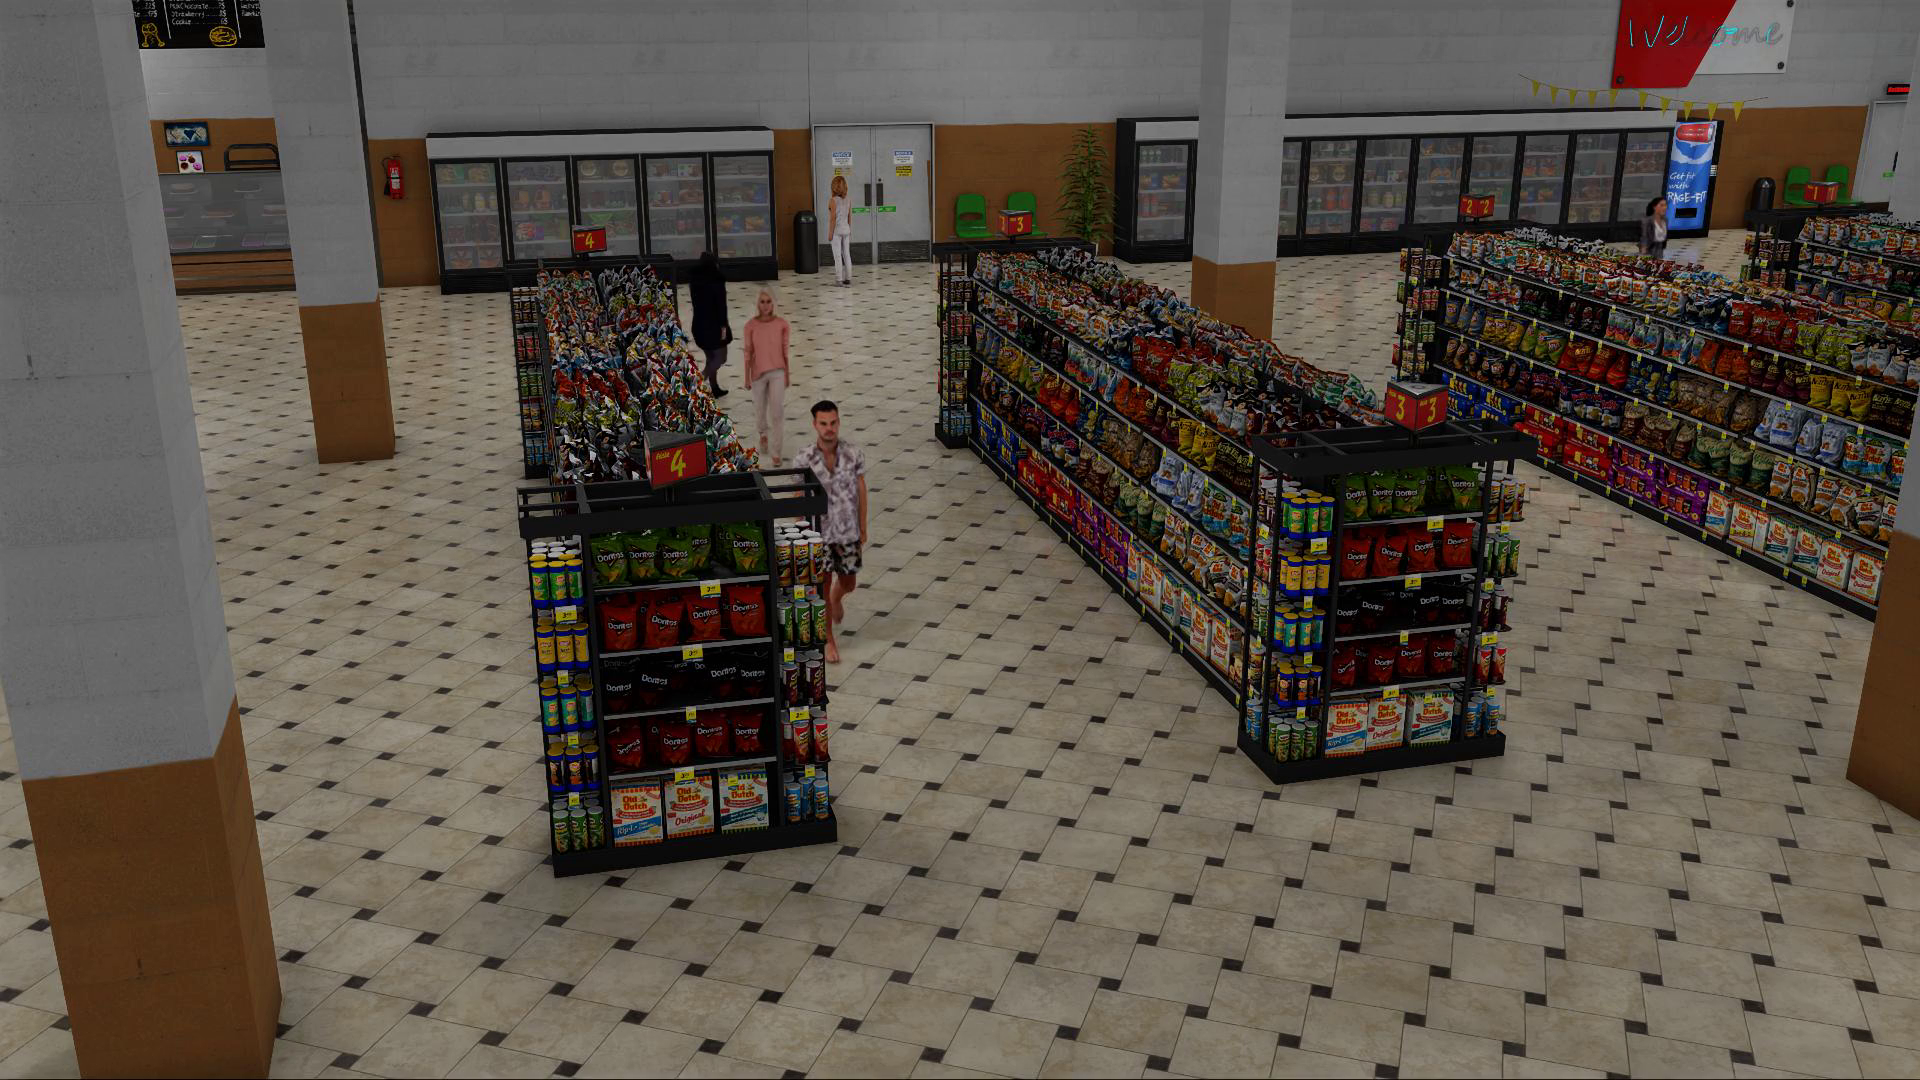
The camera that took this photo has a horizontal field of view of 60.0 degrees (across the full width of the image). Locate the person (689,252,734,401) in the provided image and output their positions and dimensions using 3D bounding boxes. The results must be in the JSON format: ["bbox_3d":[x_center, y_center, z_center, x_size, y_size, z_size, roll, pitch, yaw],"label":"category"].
[{"bbox_3d":[-2.809,-2.344,18.417,0.935,1.665,0.978,13,23,34],"label":"person"}]

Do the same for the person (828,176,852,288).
[{"bbox_3d":[-1.840,-4.739,25.511,0.710,1.670,0.689,16,24,39],"label":"person"}]

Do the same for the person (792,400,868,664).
[{"bbox_3d":[-0.915,-0.100,11.564,0.667,1.793,0.954,-5,19,-14],"label":"person"}]

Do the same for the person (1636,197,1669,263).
[{"bbox_3d":[9.532,-3.928,23.120,0.626,1.662,0.603,-6,20,-17],"label":"person"}]

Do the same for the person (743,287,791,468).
[{"bbox_3d":[-1.879,-1.607,16.196,0.667,1.689,1.142,-3,19,-9],"label":"person"}]
